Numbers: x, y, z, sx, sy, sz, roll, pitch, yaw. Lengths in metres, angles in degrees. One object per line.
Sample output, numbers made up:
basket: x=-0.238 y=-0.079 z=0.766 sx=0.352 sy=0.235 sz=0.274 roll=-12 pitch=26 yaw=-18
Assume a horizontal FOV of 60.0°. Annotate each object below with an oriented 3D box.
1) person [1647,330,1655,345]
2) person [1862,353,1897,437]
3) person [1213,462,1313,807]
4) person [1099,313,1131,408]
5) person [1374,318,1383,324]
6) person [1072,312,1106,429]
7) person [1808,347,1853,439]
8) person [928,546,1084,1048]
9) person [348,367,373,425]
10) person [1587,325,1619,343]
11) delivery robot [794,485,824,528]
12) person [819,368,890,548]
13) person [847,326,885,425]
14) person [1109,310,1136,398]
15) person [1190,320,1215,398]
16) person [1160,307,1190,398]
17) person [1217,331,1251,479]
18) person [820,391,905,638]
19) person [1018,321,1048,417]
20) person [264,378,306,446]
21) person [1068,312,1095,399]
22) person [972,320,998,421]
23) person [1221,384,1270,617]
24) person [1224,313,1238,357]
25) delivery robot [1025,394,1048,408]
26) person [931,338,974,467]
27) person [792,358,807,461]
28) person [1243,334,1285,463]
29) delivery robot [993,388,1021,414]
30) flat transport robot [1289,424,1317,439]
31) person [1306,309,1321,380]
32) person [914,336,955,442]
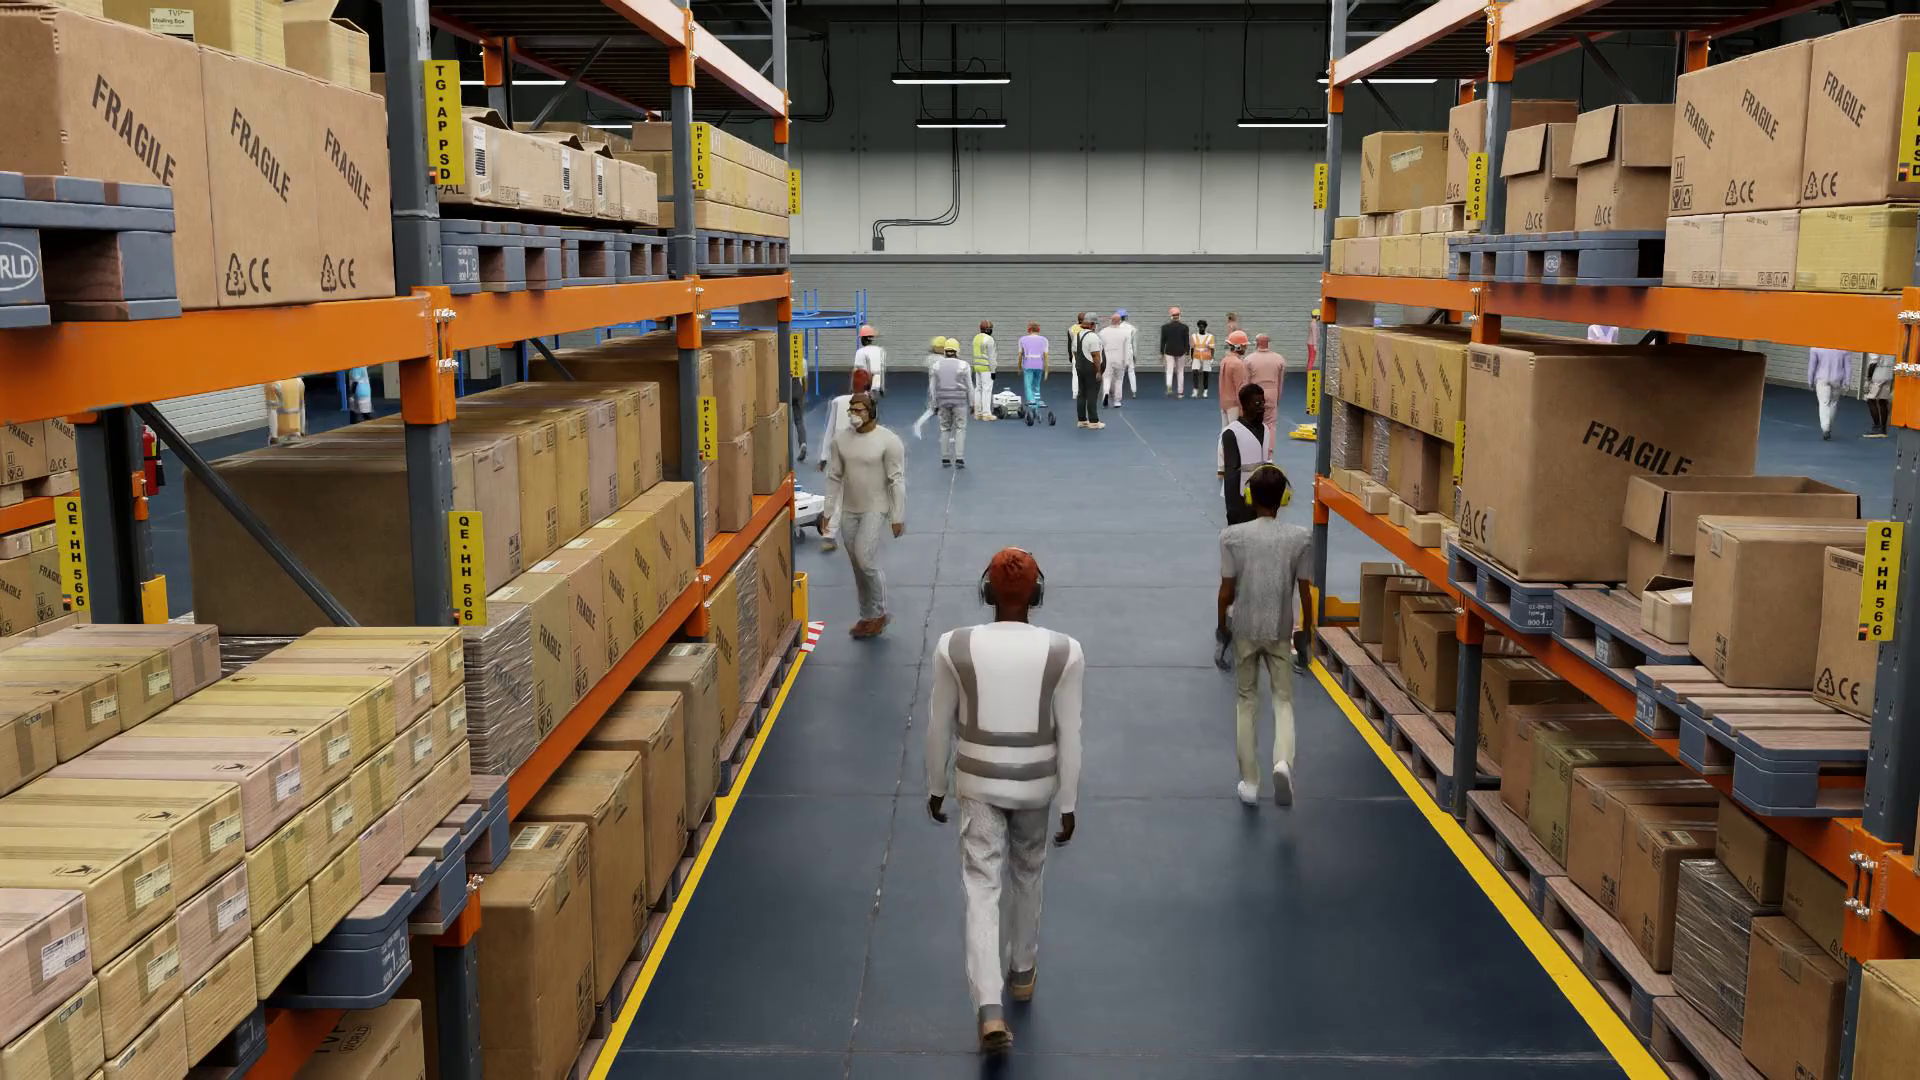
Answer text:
person: x=16.659 y=-4.674 z=39.653 sx=0.356 sy=1.938 sz=0.545 roll=-7 pitch=12 yaw=-37
person: x=15.341 y=-2.674 z=27.697 sx=0.672 sy=1.954 sz=0.378 roll=-4 pitch=10 yaw=-22
person: x=1.599 y=0.524 z=8.801 sx=0.514 sy=1.852 sz=0.584 roll=1 pitch=10 yaw=4
person: x=3.082 y=-3.585 z=33.279 sx=0.657 sy=1.889 sz=0.642 roll=2 pitch=10 yaw=14
person: x=7.536 y=-3.139 z=30.590 sx=0.624 sy=1.907 sz=0.892 roll=-2 pitch=10 yaw=-11
person: x=2.320 y=-2.983 z=29.343 sx=0.538 sy=2.000 sz=0.684 roll=-6 pitch=11 yaw=-30
person: x=14.429 y=-2.630 z=27.591 sx=0.631 sy=1.889 sz=1.027 roll=4 pitch=10 yaw=21
person: x=0.167 y=0.946 z=6.277 sx=0.588 sy=1.851 sz=0.932 roll=0 pitch=9 yaw=2
person: x=-9.435 y=-2.241 z=25.875 sx=0.792 sy=1.659 sz=0.551 roll=-3 pitch=10 yaw=-15
person: x=12.676 y=-3.587 z=32.821 sx=0.605 sy=2.045 sz=0.376 roll=0 pitch=9 yaw=-1
delivery robot: x=-1.733 y=-0.335 z=17.642 sx=0.477 sy=0.478 sz=0.707 roll=5 pitch=11 yaw=28
person: x=-1.108 y=-0.848 z=17.085 sx=0.644 sy=1.814 sz=1.013 roll=8 pitch=12 yaw=40
person: x=-1.525 y=-2.421 z=26.252 sx=0.925 sy=1.895 sz=0.570 roll=8 pitch=12 yaw=39
person: x=3.497 y=-4.021 z=36.002 sx=0.624 sy=1.851 sz=1.061 roll=-3 pitch=10 yaw=-20
person: x=5.170 y=-3.855 z=35.539 sx=0.556 sy=1.651 sz=0.781 roll=3 pitch=10 yaw=17
person: x=4.619 y=-4.017 z=35.678 sx=0.652 sy=1.957 sz=0.768 roll=2 pitch=10 yaw=10
person: x=3.671 y=-1.797 z=22.244 sx=0.396 sy=1.993 sz=0.617 roll=-2 pitch=10 yaw=-13
person: x=-0.765 y=-0.192 z=12.864 sx=0.635 sy=1.926 sz=0.478 roll=7 pitch=12 yaw=35
person: x=1.392 y=-3.207 z=31.242 sx=0.562 sy=1.816 sz=0.813 roll=-2 pitch=10 yaw=-11
person: x=-7.944 y=-1.330 z=19.717 sx=0.786 sy=1.913 sz=0.549 roll=5 pitch=11 yaw=27
person: x=2.614 y=-3.924 z=35.452 sx=0.633 sy=1.840 sz=0.429 roll=5 pitch=11 yaw=27
person: x=0.474 y=-3.138 z=30.781 sx=0.431 sy=1.836 sz=0.618 roll=-5 pitch=11 yaw=-28
person: x=2.350 y=-0.329 z=13.678 sx=0.382 sy=1.918 sz=0.597 roll=8 pitch=12 yaw=39
person: x=6.935 y=-5.001 z=42.545 sx=0.386 sy=1.629 sz=0.519 roll=5 pitch=11 yaw=29
delivery robot: x=1.394 y=-2.517 z=29.936 sx=0.335 sy=0.223 sz=0.698 roll=-3 pitch=10 yaw=-15
person: x=-0.110 y=-1.952 z=23.677 sx=0.614 sy=1.821 sz=0.404 roll=3 pitch=10 yaw=20
person: x=-2.460 y=-2.068 z=24.431 sx=0.508 sy=1.820 sz=0.823 roll=-3 pitch=10 yaw=-18
person: x=4.355 y=-2.048 z=24.142 sx=0.652 sy=1.867 sz=0.943 roll=-1 pitch=10 yaw=-5
delivery robot: x=0.889 y=-2.620 z=31.328 sx=0.477 sy=0.478 sz=0.707 roll=-3 pitch=10 yaw=-19
flat transport robot: x=6.233 y=-1.836 z=27.759 sx=1.431 sy=0.197 sz=0.652 roll=-7 pitch=12 yaw=-35
person: x=8.752 y=-4.824 z=41.090 sx=0.340 sy=1.757 sz=0.518 roll=0 pitch=9 yaw=3
person: x=-0.408 y=-2.428 z=26.823 sx=0.661 sy=1.726 sz=0.485 roll=-8 pitch=12 yaw=-38
